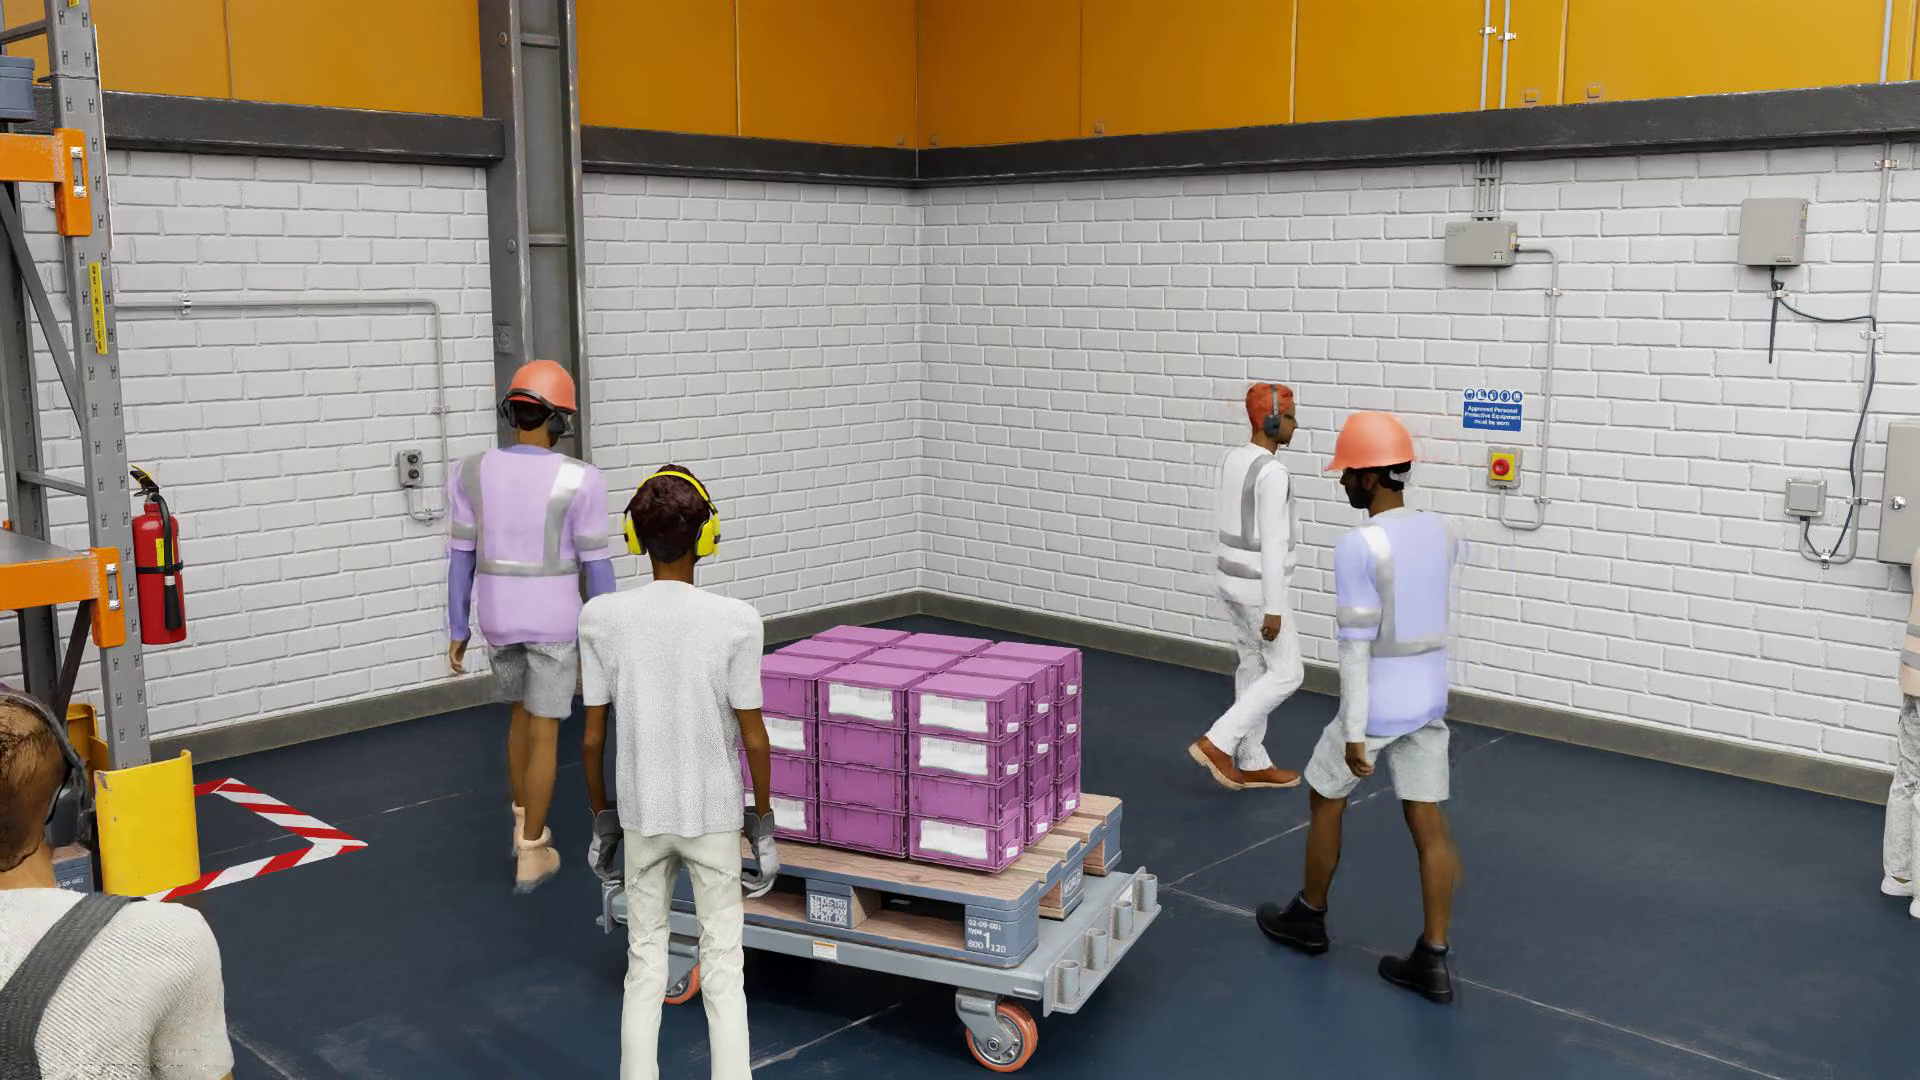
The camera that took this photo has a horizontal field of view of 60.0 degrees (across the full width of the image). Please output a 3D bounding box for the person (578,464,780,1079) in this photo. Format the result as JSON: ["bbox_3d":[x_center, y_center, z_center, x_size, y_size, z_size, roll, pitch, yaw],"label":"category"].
[{"bbox_3d":[-0.718,0.737,4.304,0.514,1.876,0.328,1,9,6],"label":"person"}]

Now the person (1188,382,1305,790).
[{"bbox_3d":[1.311,0.229,7.448,0.461,1.871,0.577,-2,9,-12],"label":"person"}]

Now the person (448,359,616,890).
[{"bbox_3d":[-1.619,0.311,6.479,0.630,2.014,0.695,2,9,10],"label":"person"}]

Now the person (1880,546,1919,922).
[{"bbox_3d":[3.582,0.570,6.040,0.312,1.642,0.512,2,9,10],"label":"person"}]

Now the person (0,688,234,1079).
[{"bbox_3d":[-1.285,1.096,2.374,0.514,1.800,0.985,-1,9,-6],"label":"person"}]

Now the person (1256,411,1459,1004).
[{"bbox_3d":[1.346,0.519,5.547,0.566,1.894,0.904,-5,11,-29],"label":"person"}]
